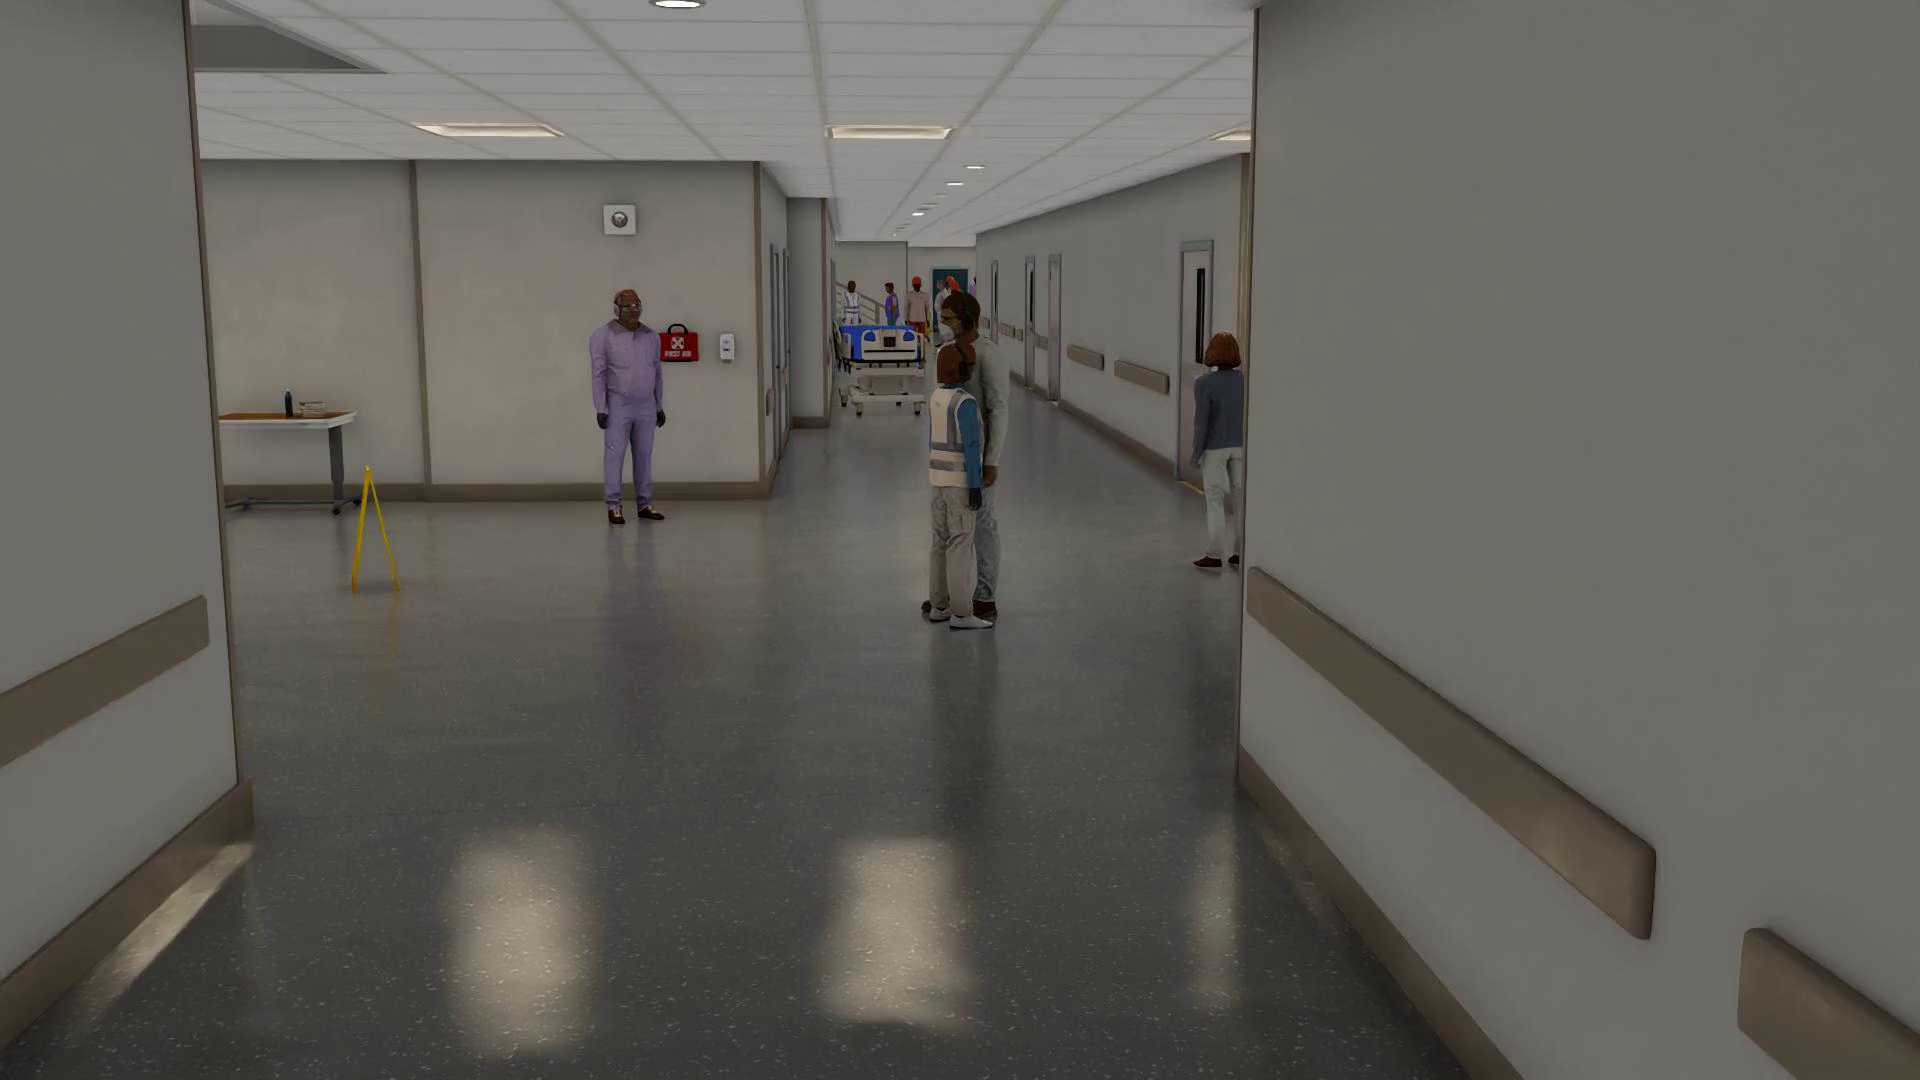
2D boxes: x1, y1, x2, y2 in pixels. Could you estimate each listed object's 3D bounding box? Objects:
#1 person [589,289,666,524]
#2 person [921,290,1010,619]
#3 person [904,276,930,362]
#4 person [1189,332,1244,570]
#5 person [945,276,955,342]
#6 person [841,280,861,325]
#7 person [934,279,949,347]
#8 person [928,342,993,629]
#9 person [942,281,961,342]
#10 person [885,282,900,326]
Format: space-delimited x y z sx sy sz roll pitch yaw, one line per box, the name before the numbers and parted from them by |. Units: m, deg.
person | -2.699 -1.093 13.642 0.643 1.909 0.410 -8 12 -40
person | 0.036 -0.494 9.796 0.373 1.936 0.627 -7 11 -35
person | -1.000 -5.121 38.647 0.622 1.993 0.384 -2 9 -15
person | 1.809 -0.610 11.462 0.501 1.633 0.282 -4 10 -25
person | -0.288 -6.992 50.397 0.396 1.992 0.623 1 9 7
person | -2.848 -5.856 43.609 0.575 1.885 0.355 -6 11 -33
person | -0.529 -6.358 46.693 0.401 1.907 0.648 -2 9 -12
person | -0.023 -0.310 9.547 0.307 1.645 0.519 -5 10 -26
person | -0.113 -4.867 37.382 0.562 1.901 0.819 1 9 4
person | -1.747 -5.695 42.752 0.389 1.837 0.563 -2 9 -14
